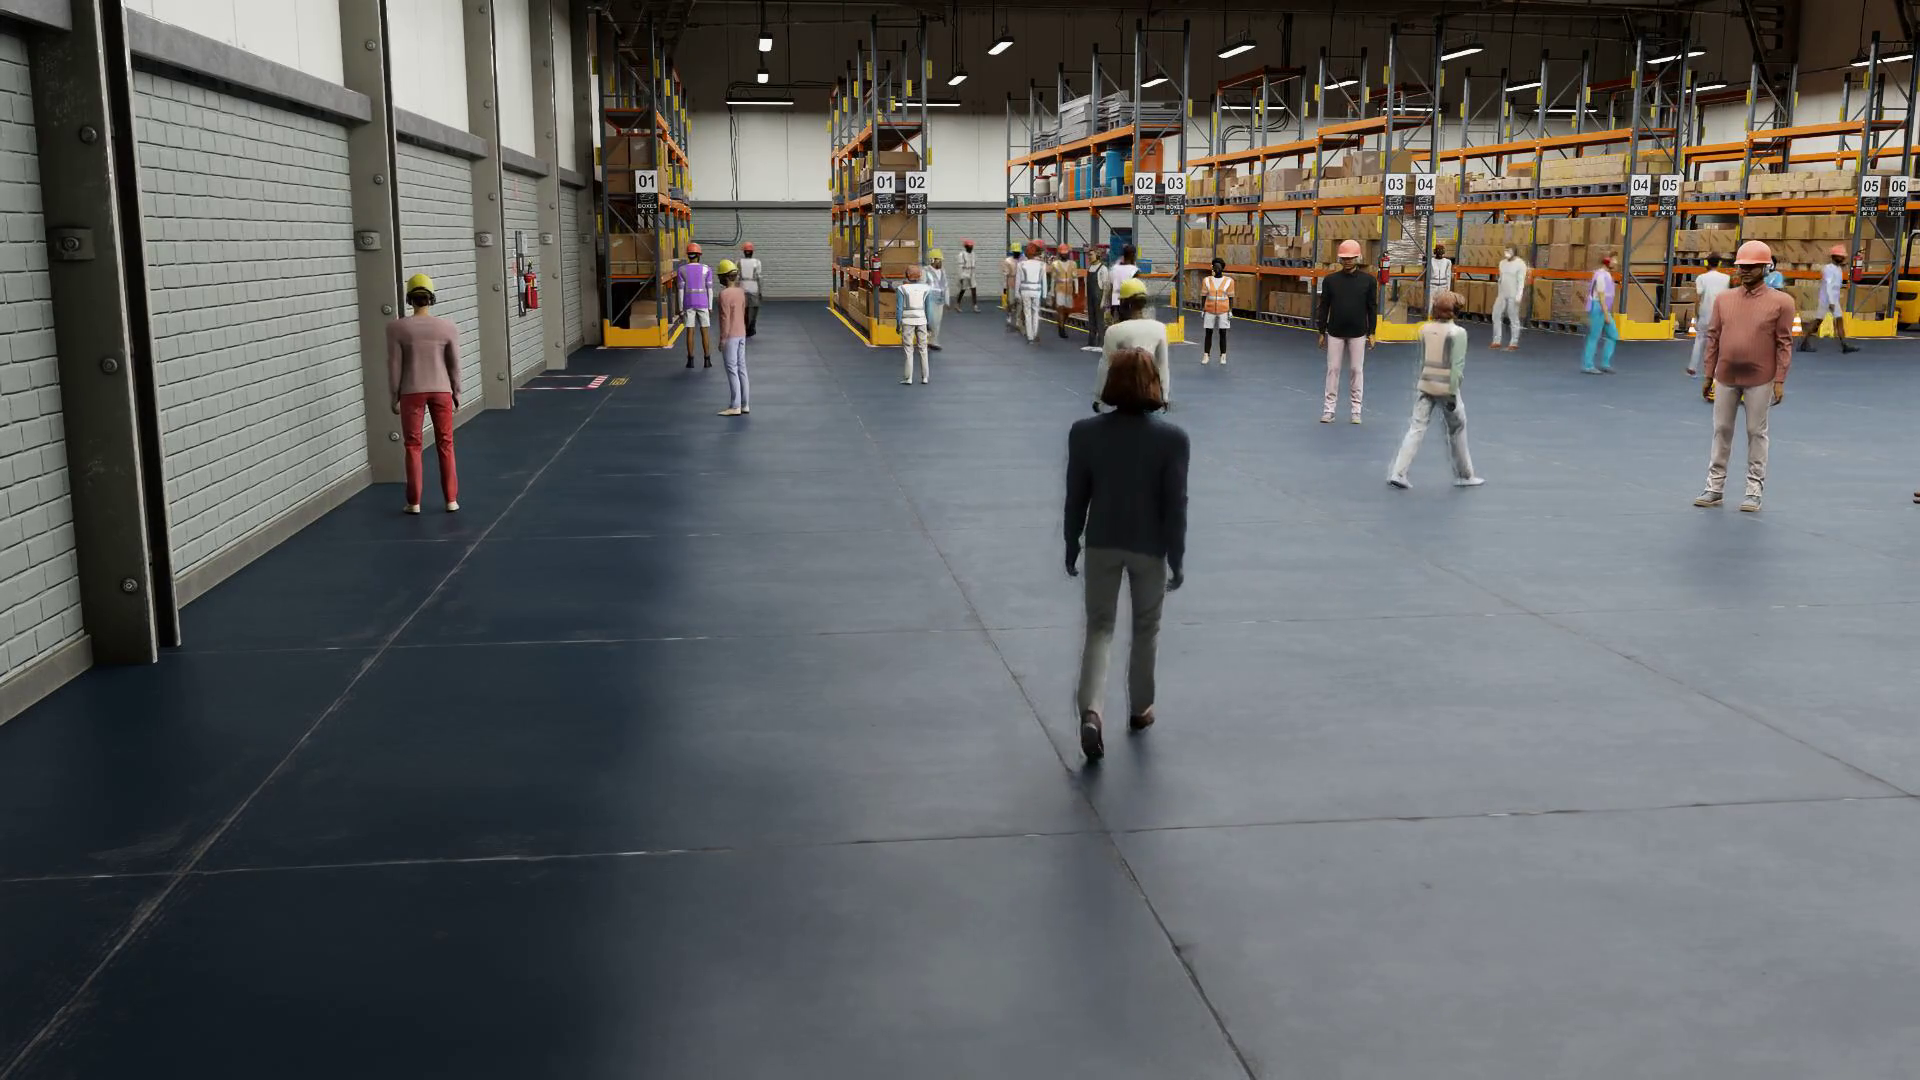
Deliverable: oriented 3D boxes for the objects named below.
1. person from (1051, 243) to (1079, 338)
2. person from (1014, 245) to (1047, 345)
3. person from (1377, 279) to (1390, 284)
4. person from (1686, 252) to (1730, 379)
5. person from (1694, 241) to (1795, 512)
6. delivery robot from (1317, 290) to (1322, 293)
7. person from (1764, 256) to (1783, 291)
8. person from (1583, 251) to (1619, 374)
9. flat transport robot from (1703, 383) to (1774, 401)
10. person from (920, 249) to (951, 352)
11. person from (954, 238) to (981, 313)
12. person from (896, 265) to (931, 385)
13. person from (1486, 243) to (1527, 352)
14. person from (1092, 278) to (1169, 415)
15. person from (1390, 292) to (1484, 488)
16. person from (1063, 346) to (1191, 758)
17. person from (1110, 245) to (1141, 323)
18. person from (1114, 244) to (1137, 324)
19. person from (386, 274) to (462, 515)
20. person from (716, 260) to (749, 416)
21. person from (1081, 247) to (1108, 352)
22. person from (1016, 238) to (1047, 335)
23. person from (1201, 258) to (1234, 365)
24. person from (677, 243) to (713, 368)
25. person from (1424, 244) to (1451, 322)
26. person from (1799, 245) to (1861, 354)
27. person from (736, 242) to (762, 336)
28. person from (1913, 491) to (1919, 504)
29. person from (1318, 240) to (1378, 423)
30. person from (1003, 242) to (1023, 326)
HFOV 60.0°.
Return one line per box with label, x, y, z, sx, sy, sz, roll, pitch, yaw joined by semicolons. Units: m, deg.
person;2.078;-5.031;33.541;0.551;1.912;0.778;-3;11;-14
person;1.314;-4.641;31.502;0.610;1.864;0.613;-2;11;-12
person;13.161;-8.343;51.623;0.628;1.935;0.373;7;13;35
person;10.683;-3.187;23.707;0.490;1.810;1.036;1;10;7
person;5.829;-1.212;12.361;0.378;1.996;0.611;-10;14;-43
delivery robot;10.912;-7.292;49.386;0.707;0.478;0.477;-1;10;-5
person;15.254;-4.543;31.514;0.834;1.654;0.550;-5;11;-25
person;9.509;-3.331;24.442;0.648;1.816;0.577;7;13;34
flat transport robot;9.738;-1.884;20.773;0.652;0.197;1.431;6;12;31
person;-0.391;-4.198;29.229;0.617;1.809;0.556;-10;14;-44
person;0.186;-7.057;44.385;0.613;2.008;1.018;-7;13;-34
person;-0.637;-2.953;22.886;0.523;1.638;0.311;-4;11;-23
person;9.608;-4.260;29.279;0.734;1.913;0.667;-5;12;-26
person;1.281;-1.107;12.538;0.549;1.710;0.925;-5;12;-27
person;3.846;-1.199;13.409;0.875;1.593;0.530;-6;12;-29
person;0.642;0.042;6.558;0.507;1.603;0.756;3;11;15
person;2.611;-3.664;26.055;0.458;1.901;0.627;-8;13;-39
person;3.184;-4.679;31.656;0.433;1.887;0.680;9;14;40
person;-3.924;-1.065;12.212;0.525;1.761;0.335;-5;12;-26
person;-2.619;-2.297;18.945;0.328;1.765;0.532;3;11;18
person;2.386;-4.228;29.305;0.345;1.847;0.506;-7;12;-33
person;1.495;-5.190;34.181;0.538;1.988;0.680;-5;12;-26
person;4.075;-3.621;26.383;0.531;1.698;0.320;3;11;15
person;-4.111;-3.639;25.850;0.542;1.930;0.374;-2;11;-10
person;9.884;-5.189;34.476;0.573;1.883;0.356;0;10;-1
person;15.225;-4.197;29.047;0.567;1.883;1.012;-8;13;-38
person;-4.303;-5.099;33.867;0.543;1.925;0.511;1;10;5
person;7.523;-1.214;12.634;0.408;1.903;0.638;6;12;32
person;4.214;-2.261;18.120;0.625;1.990;0.389;4;11;19
person;1.266;-5.845;38.021;0.586;1.908;0.630;-2;11;-11
